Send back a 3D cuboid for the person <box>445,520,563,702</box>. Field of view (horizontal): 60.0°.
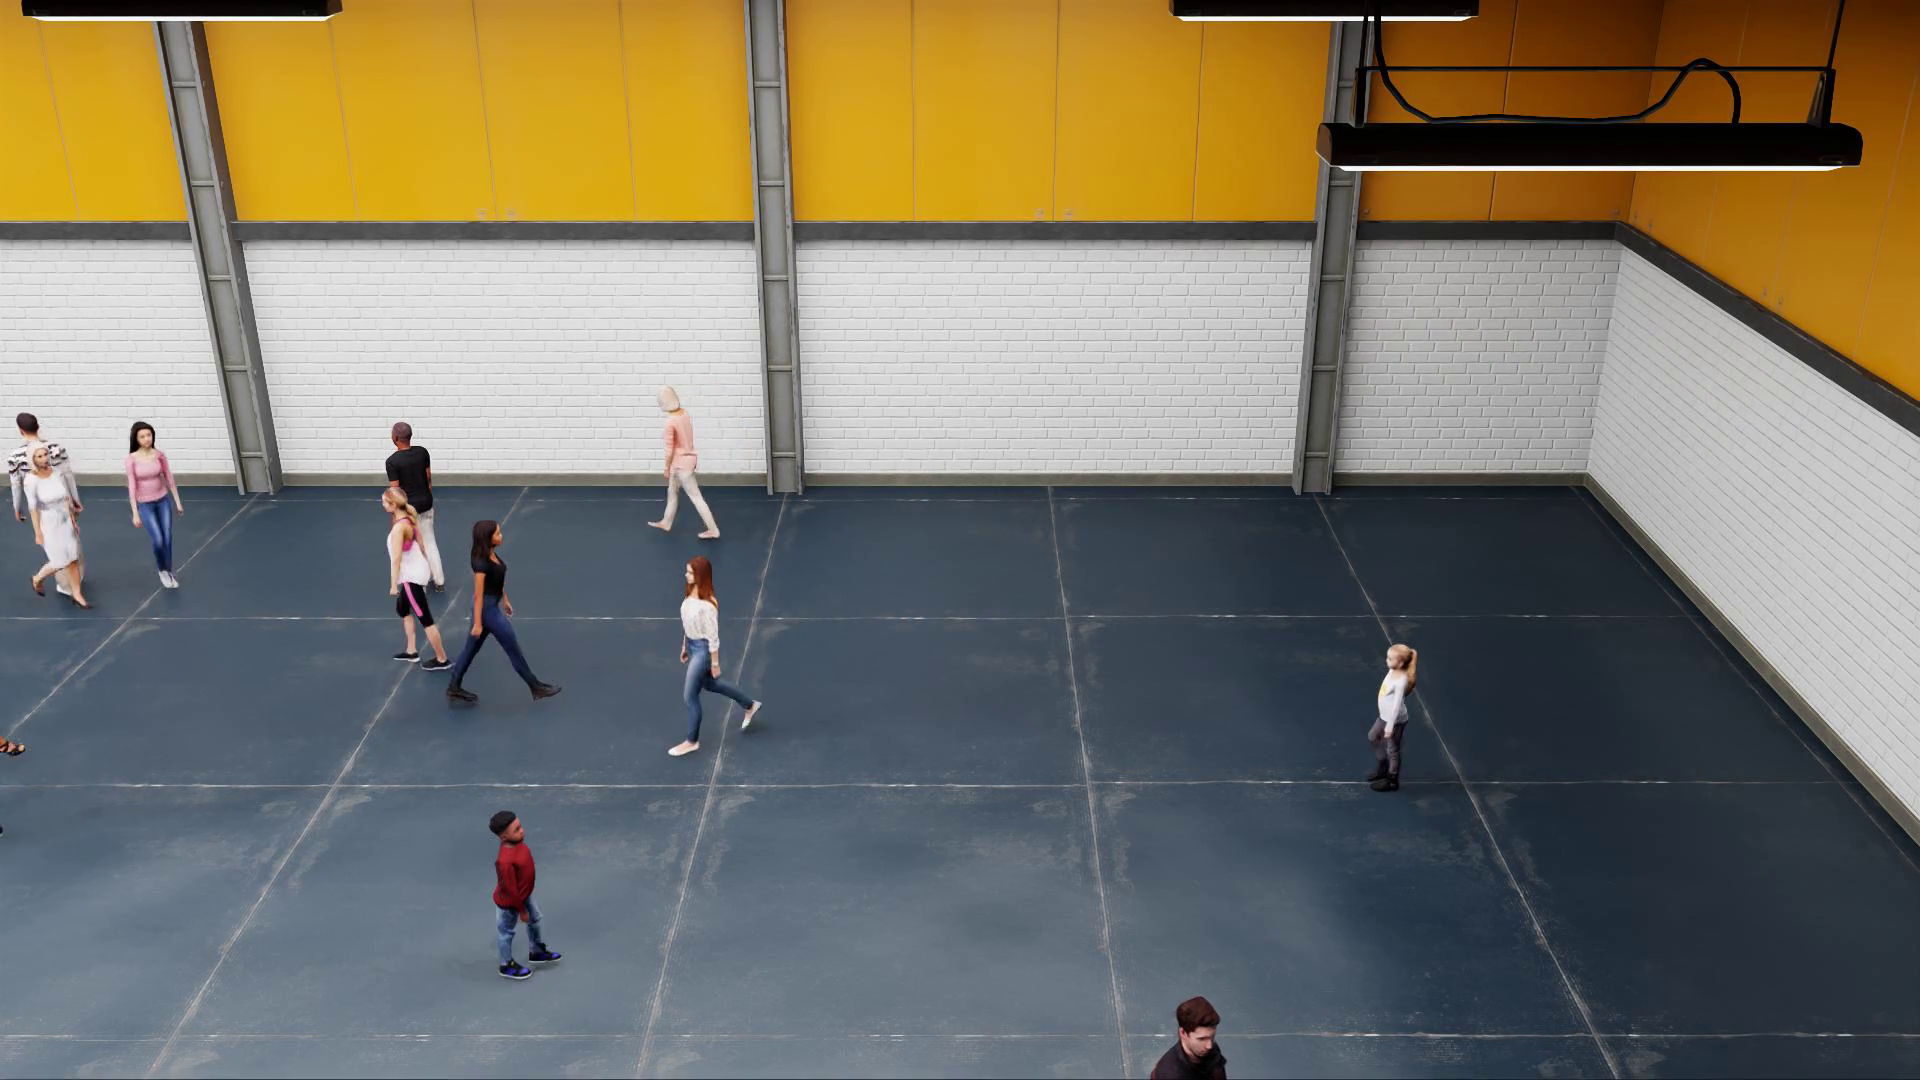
[{"bbox_3d":[-4.088,0.667,14.075,1.256,1.675,0.744,-5,24,-11],"label":"person"}]

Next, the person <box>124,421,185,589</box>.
[{"bbox_3d":[-7.962,-0.360,16.348,0.774,1.735,0.720,20,31,38],"label":"person"}]

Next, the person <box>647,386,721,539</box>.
[{"bbox_3d":[-2.817,-0.779,17.380,1.107,1.677,0.748,7,24,15],"label":"person"}]

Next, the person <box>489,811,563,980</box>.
[{"bbox_3d":[-2.973,2.314,10.841,0.600,1.246,0.505,1,24,3],"label":"person"}]

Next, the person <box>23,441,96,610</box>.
[{"bbox_3d":[-8.687,-0.129,15.821,0.900,1.735,0.717,6,24,13],"label":"person"}]

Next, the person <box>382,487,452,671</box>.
[{"bbox_3d":[-4.720,0.360,14.661,0.778,1.769,0.656,1,24,3],"label":"person"}]

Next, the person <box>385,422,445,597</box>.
[{"bbox_3d":[-5.285,-0.287,16.096,0.775,1.805,0.763,14,27,29],"label":"person"}]

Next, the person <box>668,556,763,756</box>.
[{"bbox_3d":[-2.011,0.902,13.505,1.160,1.701,0.897,-11,26,-24],"label":"person"}]

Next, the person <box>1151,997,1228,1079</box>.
[{"bbox_3d":[1.110,3.069,8.271,0.801,1.922,0.792,15,28,31],"label":"person"}]

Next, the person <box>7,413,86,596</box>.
[{"bbox_3d":[-8.805,-0.325,16.127,0.950,1.849,1.009,-19,30,-37],"label":"person"}]

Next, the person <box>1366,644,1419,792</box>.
[{"bbox_3d":[3.430,1.384,12.937,0.514,1.274,0.504,1,24,2],"label":"person"}]
